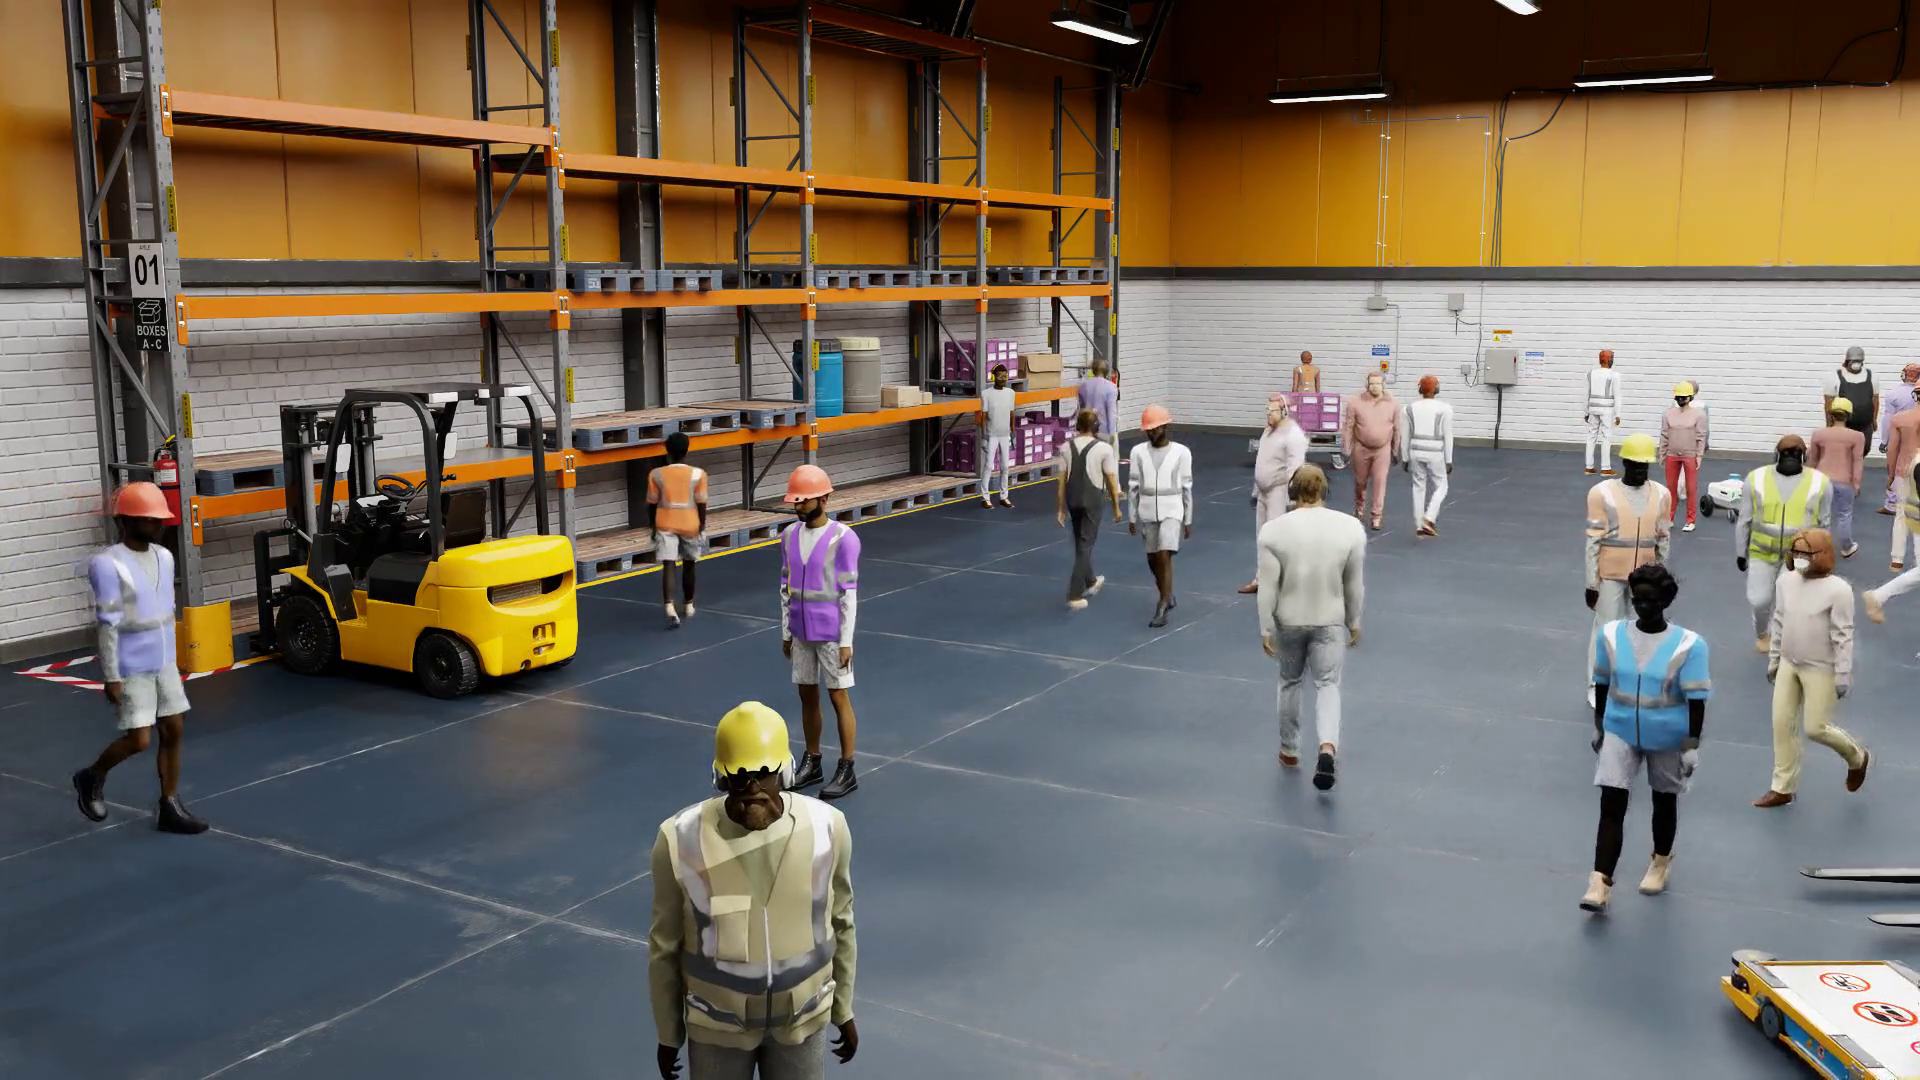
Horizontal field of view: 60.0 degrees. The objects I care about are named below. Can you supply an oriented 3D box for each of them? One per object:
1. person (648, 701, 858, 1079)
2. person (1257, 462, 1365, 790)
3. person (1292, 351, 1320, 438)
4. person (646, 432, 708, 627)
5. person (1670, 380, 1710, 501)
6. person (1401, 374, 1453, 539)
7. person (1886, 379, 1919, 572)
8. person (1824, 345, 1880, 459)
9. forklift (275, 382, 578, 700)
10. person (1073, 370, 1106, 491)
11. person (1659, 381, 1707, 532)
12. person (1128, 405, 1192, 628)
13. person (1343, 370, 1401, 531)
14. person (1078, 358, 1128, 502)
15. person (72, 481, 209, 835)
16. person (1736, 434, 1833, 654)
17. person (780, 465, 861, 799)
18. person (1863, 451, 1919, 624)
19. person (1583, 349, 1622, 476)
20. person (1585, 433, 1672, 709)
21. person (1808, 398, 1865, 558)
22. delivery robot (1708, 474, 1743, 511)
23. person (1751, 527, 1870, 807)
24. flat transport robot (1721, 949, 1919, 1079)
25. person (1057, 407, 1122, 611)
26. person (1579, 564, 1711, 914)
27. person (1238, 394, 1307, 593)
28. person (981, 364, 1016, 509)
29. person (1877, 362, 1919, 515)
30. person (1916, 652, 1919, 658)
[{"bbox_3d":[-0.575,1.345,4.732,0.601,1.830,0.403,-3,9,-16],"label":"person"},{"bbox_3d":[2.058,0.497,9.791,0.633,1.914,0.856,1,9,8],"label":"person"},{"bbox_3d":[6.161,-2.548,29.636,0.516,1.636,0.314,-1,9,-8],"label":"person"},{"bbox_3d":[-2.426,-0.096,14.280,0.530,1.666,0.840,-1,9,-4],"label":"person"},{"bbox_3d":[9.548,-1.297,21.876,0.646,1.617,0.521,-7,12,-38],"label":"person"},{"bbox_3d":[5.281,-0.935,18.808,0.614,1.875,0.398,6,11,34],"label":"person"},{"bbox_3d":[9.643,-0.649,16.699,0.611,1.985,0.393,7,11,37],"label":"person"},{"bbox_3d":[12.398,-1.709,23.142,0.707,2.000,0.594,2,9,14],"label":"person"},{"bbox_3d":[-3.974,-0.067,12.417,2.313,2.155,1.214,5,11,30],"label":"forklift"},{"bbox_3d":[1.805,-1.446,22.523,0.545,1.710,0.935,5,10,30],"label":"person"},{"bbox_3d":[8.434,-0.976,19.454,0.518,1.756,0.350,8,12,41],"label":"person"},{"bbox_3d":[1.751,-0.240,14.445,0.553,1.904,0.864,3,10,20],"label":"person"},{"bbox_3d":[4.901,-1.092,19.827,0.661,1.880,0.895,2,9,11],"label":"person"},{"bbox_3d":[1.890,-1.422,21.762,0.651,1.902,0.881,8,12,41],"label":"person"},{"bbox_3d":[-4.406,0.635,8.873,0.642,1.920,0.551,3,9,17],"label":"person"},{"bbox_3d":[6.219,0.091,12.582,0.635,1.827,0.703,5,10,29],"label":"person"},{"bbox_3d":[-0.832,0.524,9.562,0.538,1.929,0.381,6,11,32],"label":"person"},{"bbox_3d":[8.028,-0.110,13.836,0.698,1.827,0.636,8,12,40],"label":"person"},{"bbox_3d":[9.565,-1.892,24.772,0.337,1.882,0.583,-7,11,-37],"label":"person"},{"bbox_3d":[4.603,0.220,11.462,0.598,1.926,0.374,-1,9,-4],"label":"person"},{"bbox_3d":[9.111,-0.614,17.300,0.543,1.712,0.922,8,12,40],"label":"person"},{"bbox_3d":[9.444,-0.562,20.317,0.477,0.478,0.707,0,9,0],"label":"delivery robot"},{"bbox_3d":[4.824,0.720,9.334,0.624,1.612,0.522,-3,10,-20],"label":"person"},{"bbox_3d":[3.492,1.889,6.191,0.652,0.197,1.431,0,9,-1],"label":"flat transport robot"},{"bbox_3d":[1.197,-0.302,15.110,0.516,1.798,0.953,6,11,32],"label":"person"},{"bbox_3d":[3.213,0.935,7.826,0.553,1.643,0.859,7,11,37],"label":"person"},{"bbox_3d":[2.931,-0.419,15.534,0.548,1.897,0.669,-2,9,-14],"label":"person"},{"bbox_3d":[0.491,-1.323,21.313,0.509,1.860,0.318,-5,10,-27],"label":"person"},{"bbox_3d":[11.767,-1.250,20.695,0.643,1.909,0.410,0,9,2],"label":"person"},{"bbox_3d":[7.986,-0.011,13.062,0.946,1.882,0.607,-5,10,-28],"label":"person"}]
